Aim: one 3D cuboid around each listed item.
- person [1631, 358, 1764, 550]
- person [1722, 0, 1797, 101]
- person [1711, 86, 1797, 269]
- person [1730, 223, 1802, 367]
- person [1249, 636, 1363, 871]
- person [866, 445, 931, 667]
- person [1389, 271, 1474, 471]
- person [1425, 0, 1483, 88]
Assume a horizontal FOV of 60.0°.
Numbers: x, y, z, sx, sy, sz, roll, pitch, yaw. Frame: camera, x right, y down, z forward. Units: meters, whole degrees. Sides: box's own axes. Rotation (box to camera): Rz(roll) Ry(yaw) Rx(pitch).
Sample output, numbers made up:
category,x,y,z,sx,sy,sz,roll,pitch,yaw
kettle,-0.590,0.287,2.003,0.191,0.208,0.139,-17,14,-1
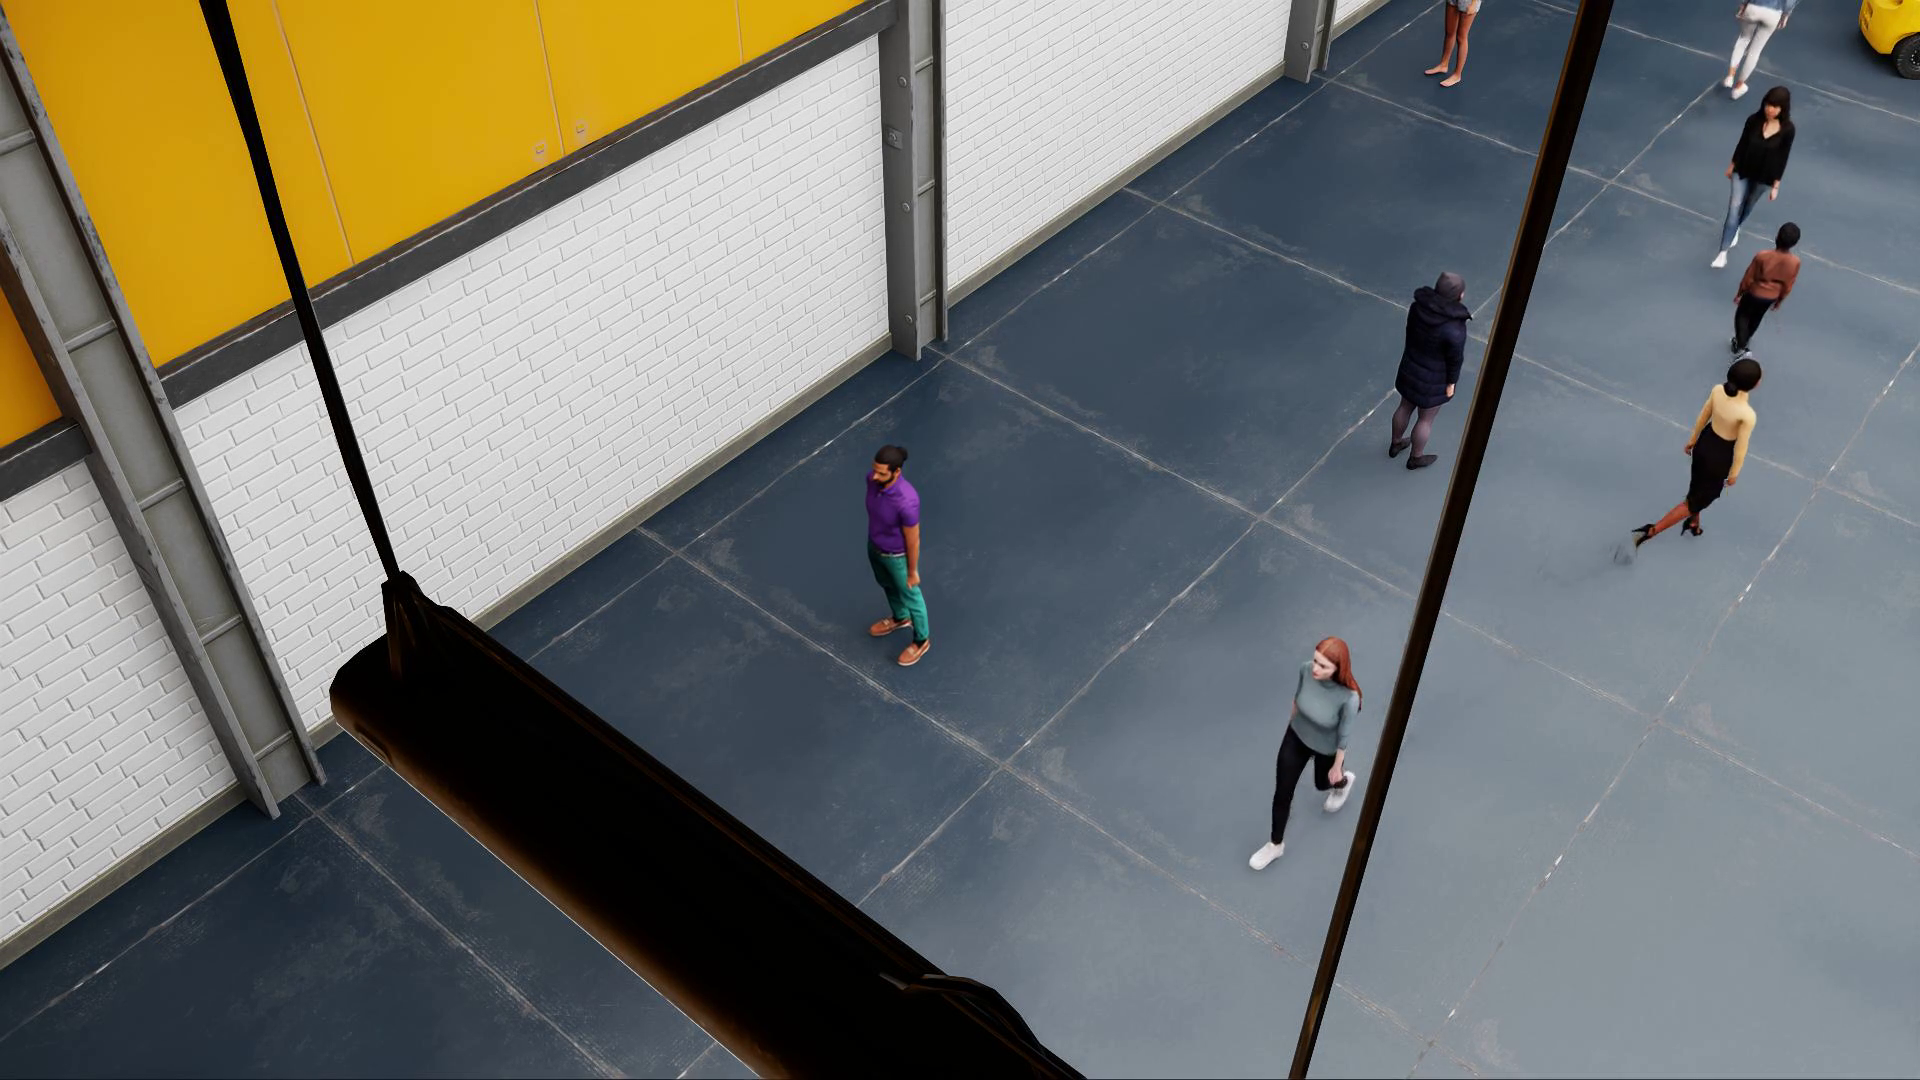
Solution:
category,x,y,z,sx,sy,sz,roll,pitch,yaw
person,5.062,-0.529,11.349,1.052,1.631,0.889,-13,45,-14
person,7.709,-5.040,16.041,0.630,1.690,0.577,28,50,26
person,6.750,-3.131,14.100,0.748,1.603,1.106,19,47,19
person,6.306,-1.897,13.066,0.745,1.242,0.863,4,44,5
person,2.087,1.161,9.514,1.143,1.713,0.696,-31,52,-29
person,-0.402,0.057,10.638,0.647,1.762,0.676,-27,50,-25
person,3.389,-1.235,12.057,0.739,1.675,0.744,-25,49,-24
person,4.943,-5.332,16.292,0.658,1.766,0.657,-17,46,-17
